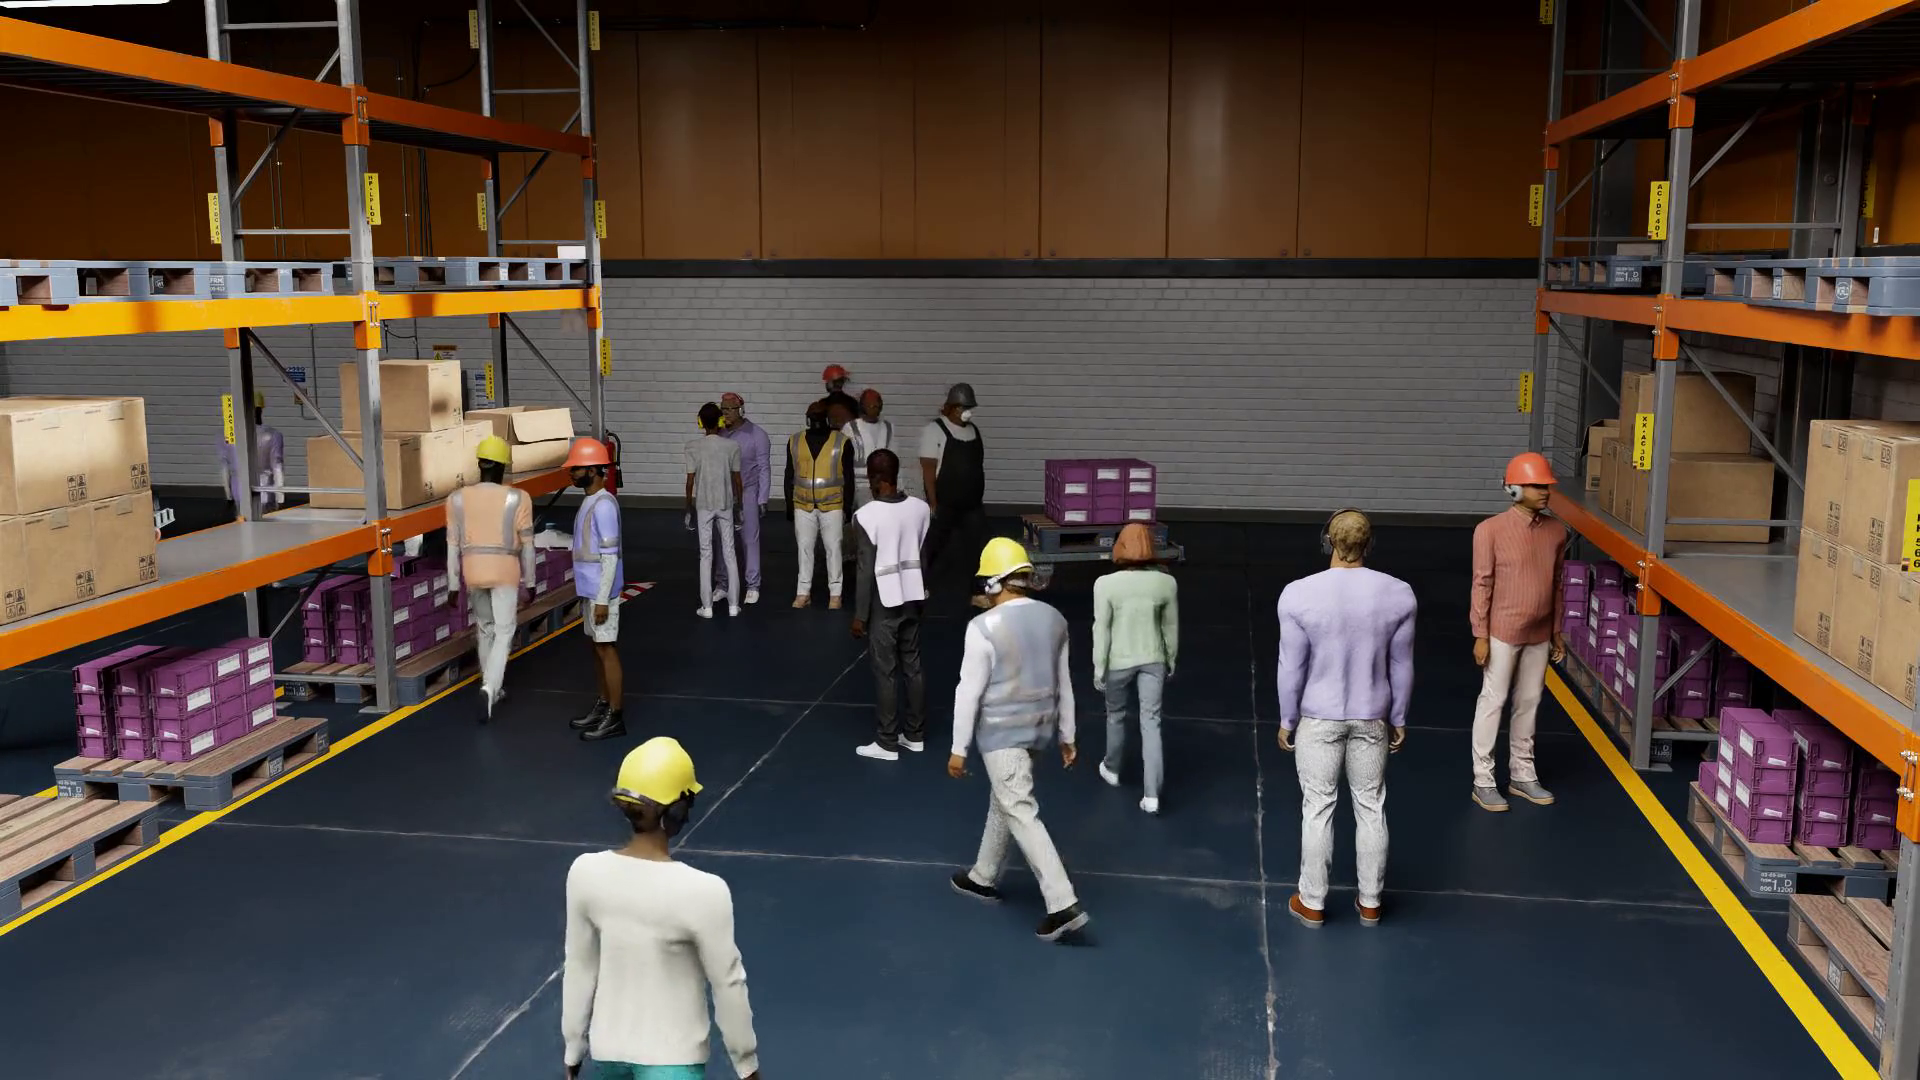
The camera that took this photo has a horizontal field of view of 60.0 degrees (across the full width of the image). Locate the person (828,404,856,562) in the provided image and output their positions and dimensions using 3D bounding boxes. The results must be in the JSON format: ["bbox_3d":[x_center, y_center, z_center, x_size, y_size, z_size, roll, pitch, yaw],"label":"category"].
[{"bbox_3d":[-1.218,-0.592,17.148,0.280,1.633,0.498,-2,9,-11],"label":"person"}]

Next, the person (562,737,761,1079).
[{"bbox_3d":[-0.849,1.401,4.603,0.546,1.720,0.918,4,10,26],"label":"person"}]

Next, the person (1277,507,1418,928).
[{"bbox_3d":[1.738,0.811,7.564,0.632,1.940,0.372,0,9,-1],"label":"person"}]

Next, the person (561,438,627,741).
[{"bbox_3d":[-2.343,0.310,10.652,0.357,1.937,0.550,-4,10,-23],"label":"person"}]

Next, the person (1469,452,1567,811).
[{"bbox_3d":[3.113,0.504,9.269,0.619,1.997,0.373,-4,10,-22],"label":"person"}]

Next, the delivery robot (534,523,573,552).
[{"bbox_3d":[-3.937,0.080,16.039,0.707,0.478,0.477,1,9,4],"label":"delivery robot"}]

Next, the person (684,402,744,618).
[{"bbox_3d":[-2.127,-0.254,14.358,0.513,1.865,0.329,-3,10,-16],"label":"person"}]

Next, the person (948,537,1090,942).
[{"bbox_3d":[0.283,0.885,7.587,0.928,1.790,0.612,9,13,44],"label":"person"}]

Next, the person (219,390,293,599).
[{"bbox_3d":[-6.489,-0.441,15.390,0.606,1.901,0.749,-1,9,-4],"label":"person"}]

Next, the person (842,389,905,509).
[{"bbox_3d":[-0.842,-0.515,15.950,0.702,1.867,0.467,-7,11,-35],"label":"person"}]

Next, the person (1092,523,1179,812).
[{"bbox_3d":[0.990,0.693,9.370,0.521,1.583,0.873,-1,9,-8],"label":"person"}]

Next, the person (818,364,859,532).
[{"bbox_3d":[-1.316,-0.951,18.316,0.575,1.973,0.635,8,12,40],"label":"person"}]

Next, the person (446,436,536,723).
[{"bbox_3d":[-3.161,0.255,11.169,0.594,1.892,0.852,0,9,3],"label":"person"}]

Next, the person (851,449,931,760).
[{"bbox_3d":[-0.418,0.396,10.200,0.399,1.915,0.589,9,13,44],"label":"person"}]

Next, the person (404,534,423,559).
[{"bbox_3d":[-5.461,-0.554,16.306,0.430,1.837,0.624,-3,10,-19],"label":"person"}]

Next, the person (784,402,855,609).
[{"bbox_3d":[-1.252,-0.302,14.723,0.635,1.842,0.429,1,9,8],"label":"person"}]

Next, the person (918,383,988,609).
[{"bbox_3d":[-0.060,-0.427,14.883,0.687,2.000,0.873,-6,11,-32],"label":"person"}]

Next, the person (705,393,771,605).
[{"bbox_3d":[-2.030,-0.370,14.944,0.652,1.906,0.405,3,10,16],"label":"person"}]
